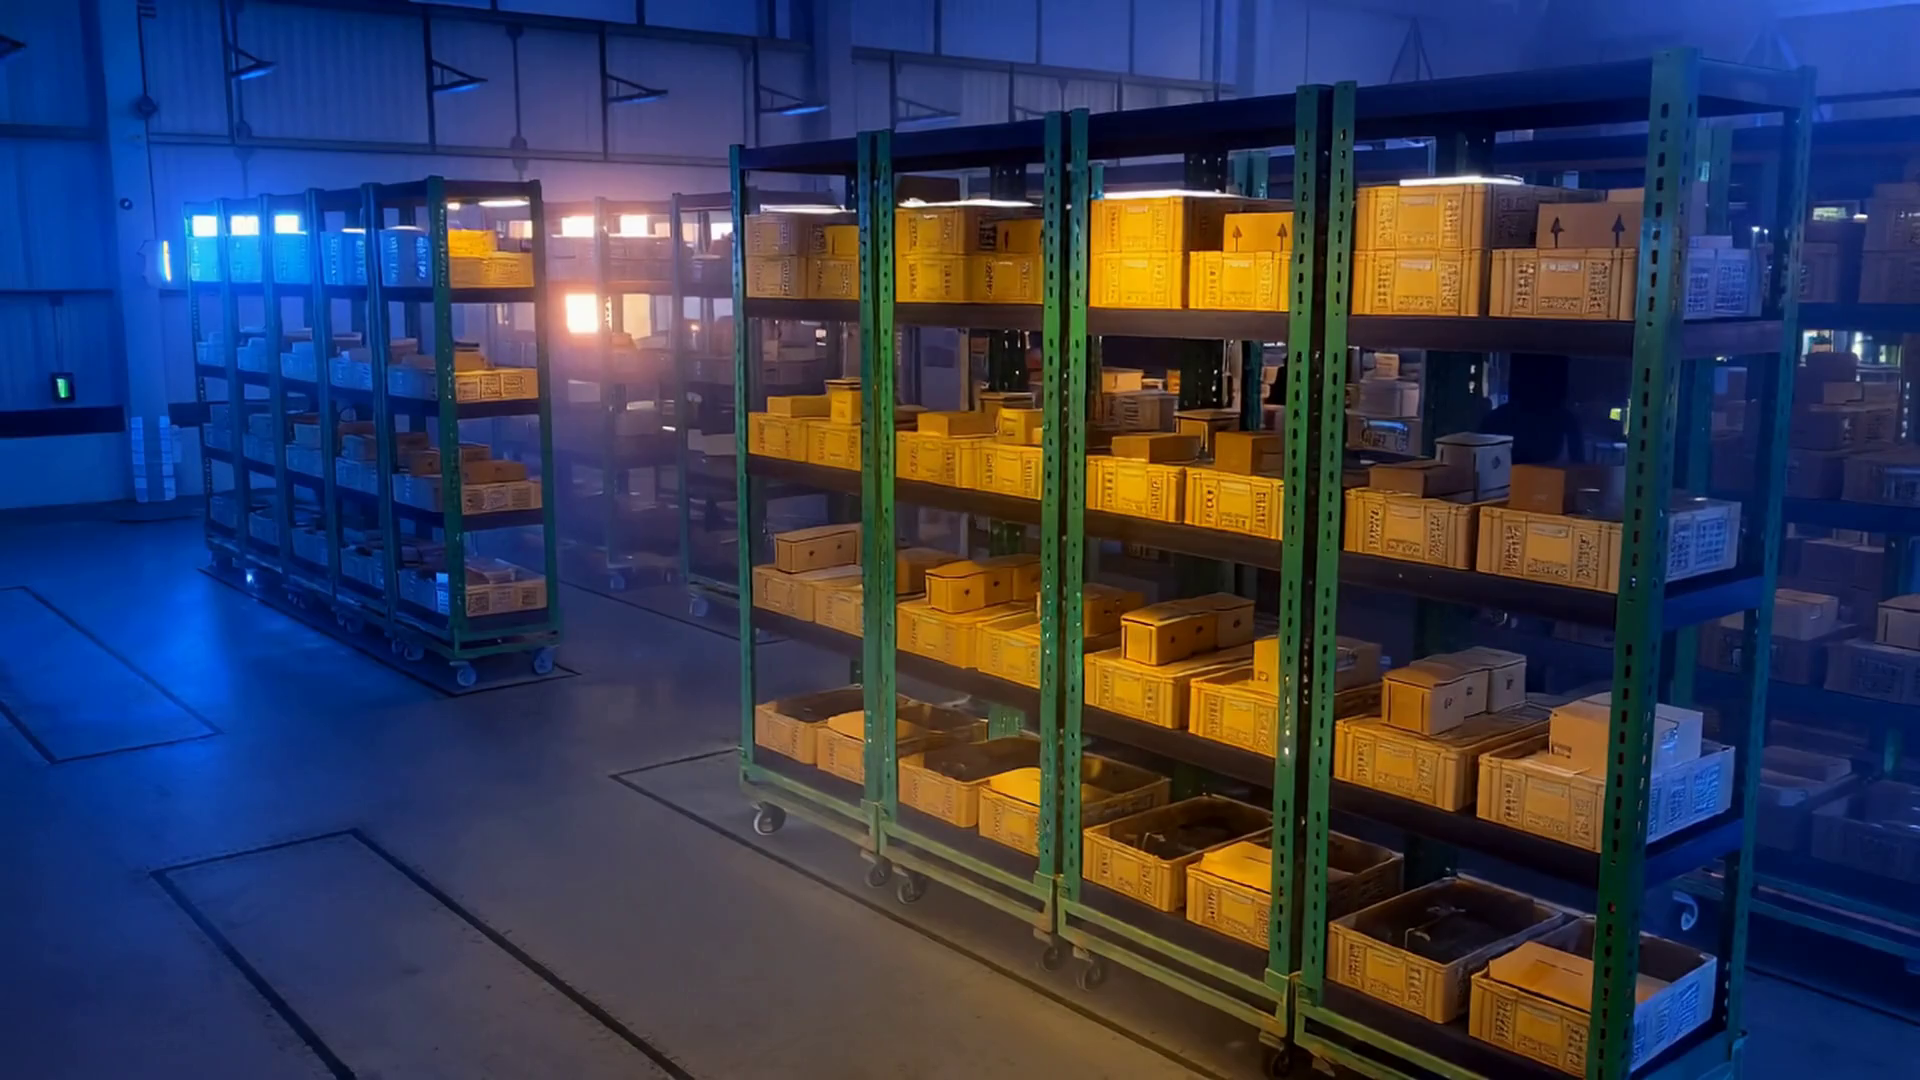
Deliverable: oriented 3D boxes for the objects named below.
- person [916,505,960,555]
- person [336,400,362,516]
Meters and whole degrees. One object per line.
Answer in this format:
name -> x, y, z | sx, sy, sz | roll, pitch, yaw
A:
person -> -0.123, 0.043, 12.695 | 0.921, 1.759, 0.643 | -6, 11, -32
person -> -6.171, -0.677, 16.817 | 0.392, 1.836, 0.561 | -2, 10, -14
